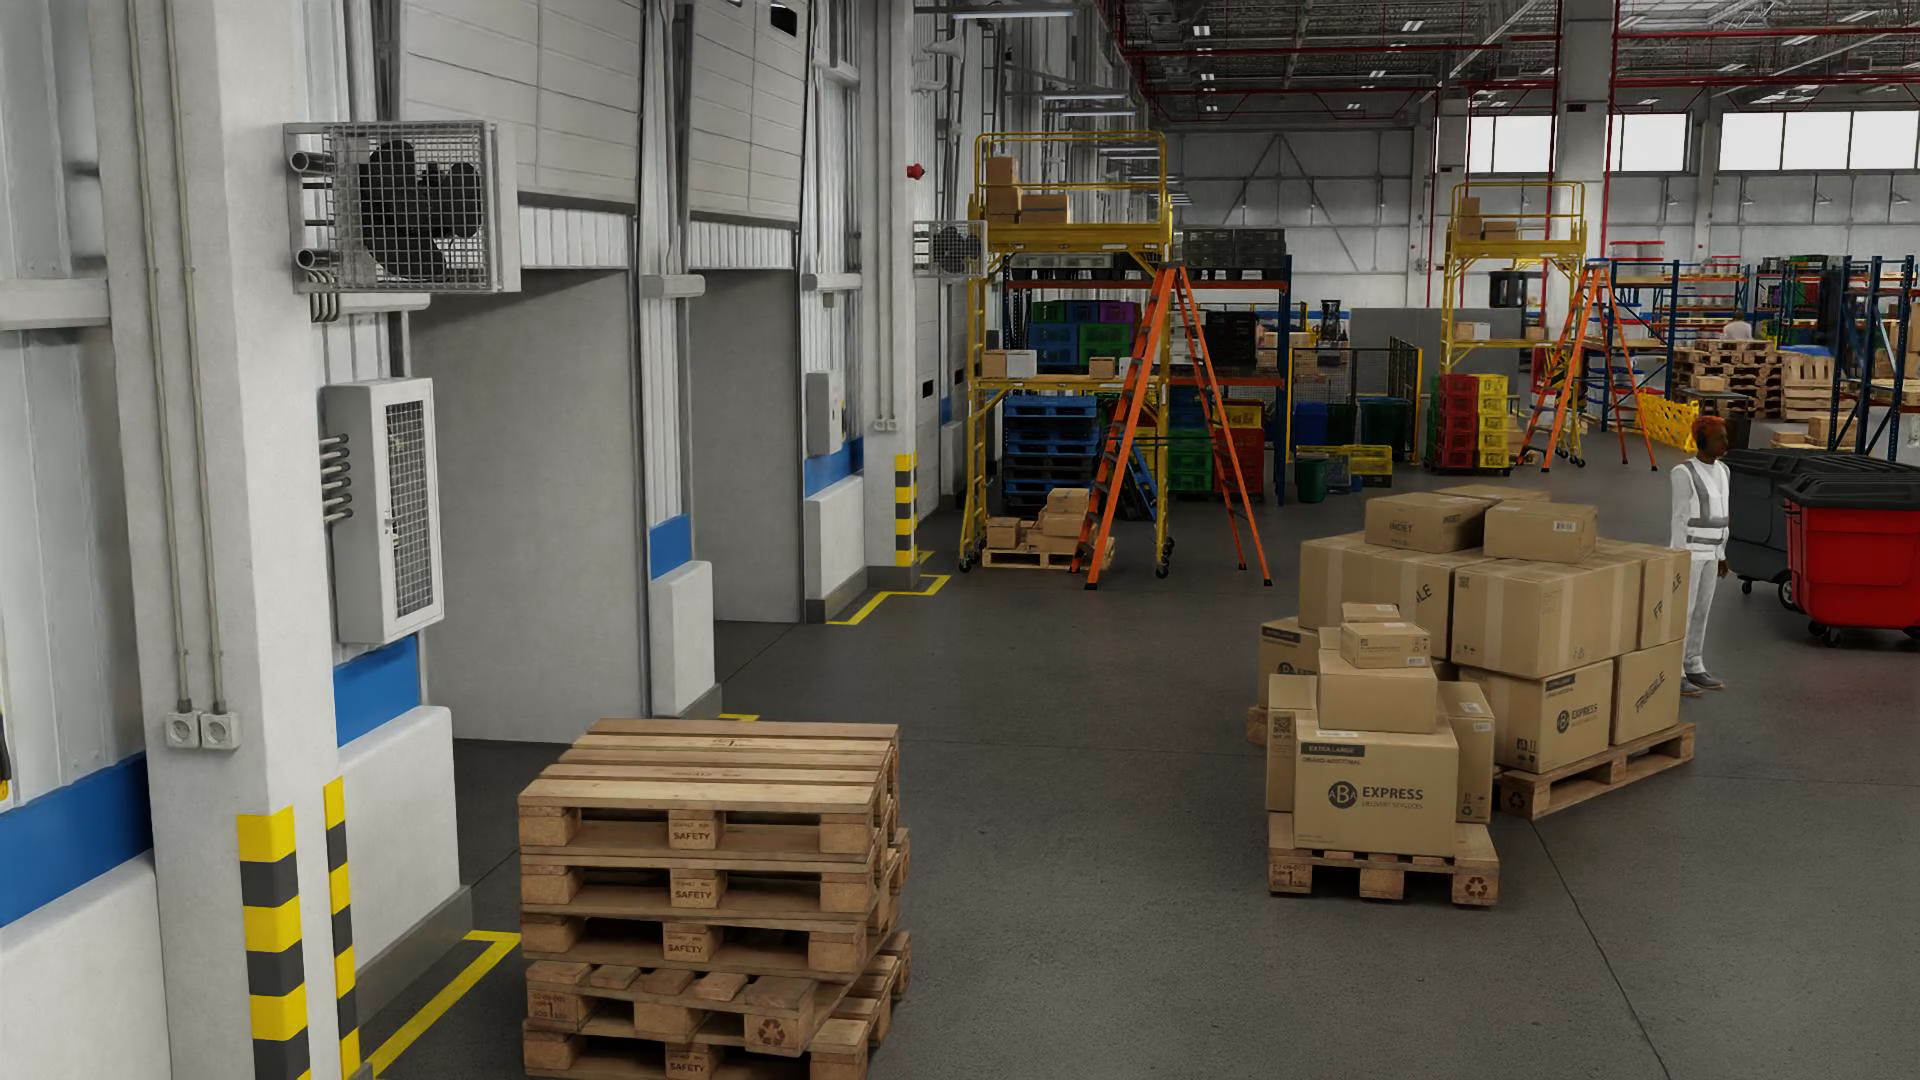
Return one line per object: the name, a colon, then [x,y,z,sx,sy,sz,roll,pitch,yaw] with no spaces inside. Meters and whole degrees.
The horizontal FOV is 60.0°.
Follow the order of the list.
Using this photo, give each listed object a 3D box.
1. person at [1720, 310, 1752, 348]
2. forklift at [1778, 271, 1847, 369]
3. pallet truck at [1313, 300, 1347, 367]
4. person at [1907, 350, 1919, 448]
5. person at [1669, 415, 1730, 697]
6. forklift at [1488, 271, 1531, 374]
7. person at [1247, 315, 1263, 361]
person: [18.115,-4.407,38.901,0.637,1.925,0.484,1,9,7]
forklift: [20.019,-4.798,38.359,1.873,2.768,1.129,1,9,9]
pallet truck: [11.159,-6.200,49.718,0.823,1.965,1.885,4,10,26]
person: [15.494,-2.341,26.740,0.336,1.734,0.487,5,10,28]
person: [4.980,0.103,11.196,0.576,1.885,0.355,-7,12,-37]
forklift: [14.766,-5.938,45.386,1.873,2.768,1.129,-3,10,-18]
person: [7.804,-5.176,44.423,0.739,1.670,0.538,-9,13,-44]
